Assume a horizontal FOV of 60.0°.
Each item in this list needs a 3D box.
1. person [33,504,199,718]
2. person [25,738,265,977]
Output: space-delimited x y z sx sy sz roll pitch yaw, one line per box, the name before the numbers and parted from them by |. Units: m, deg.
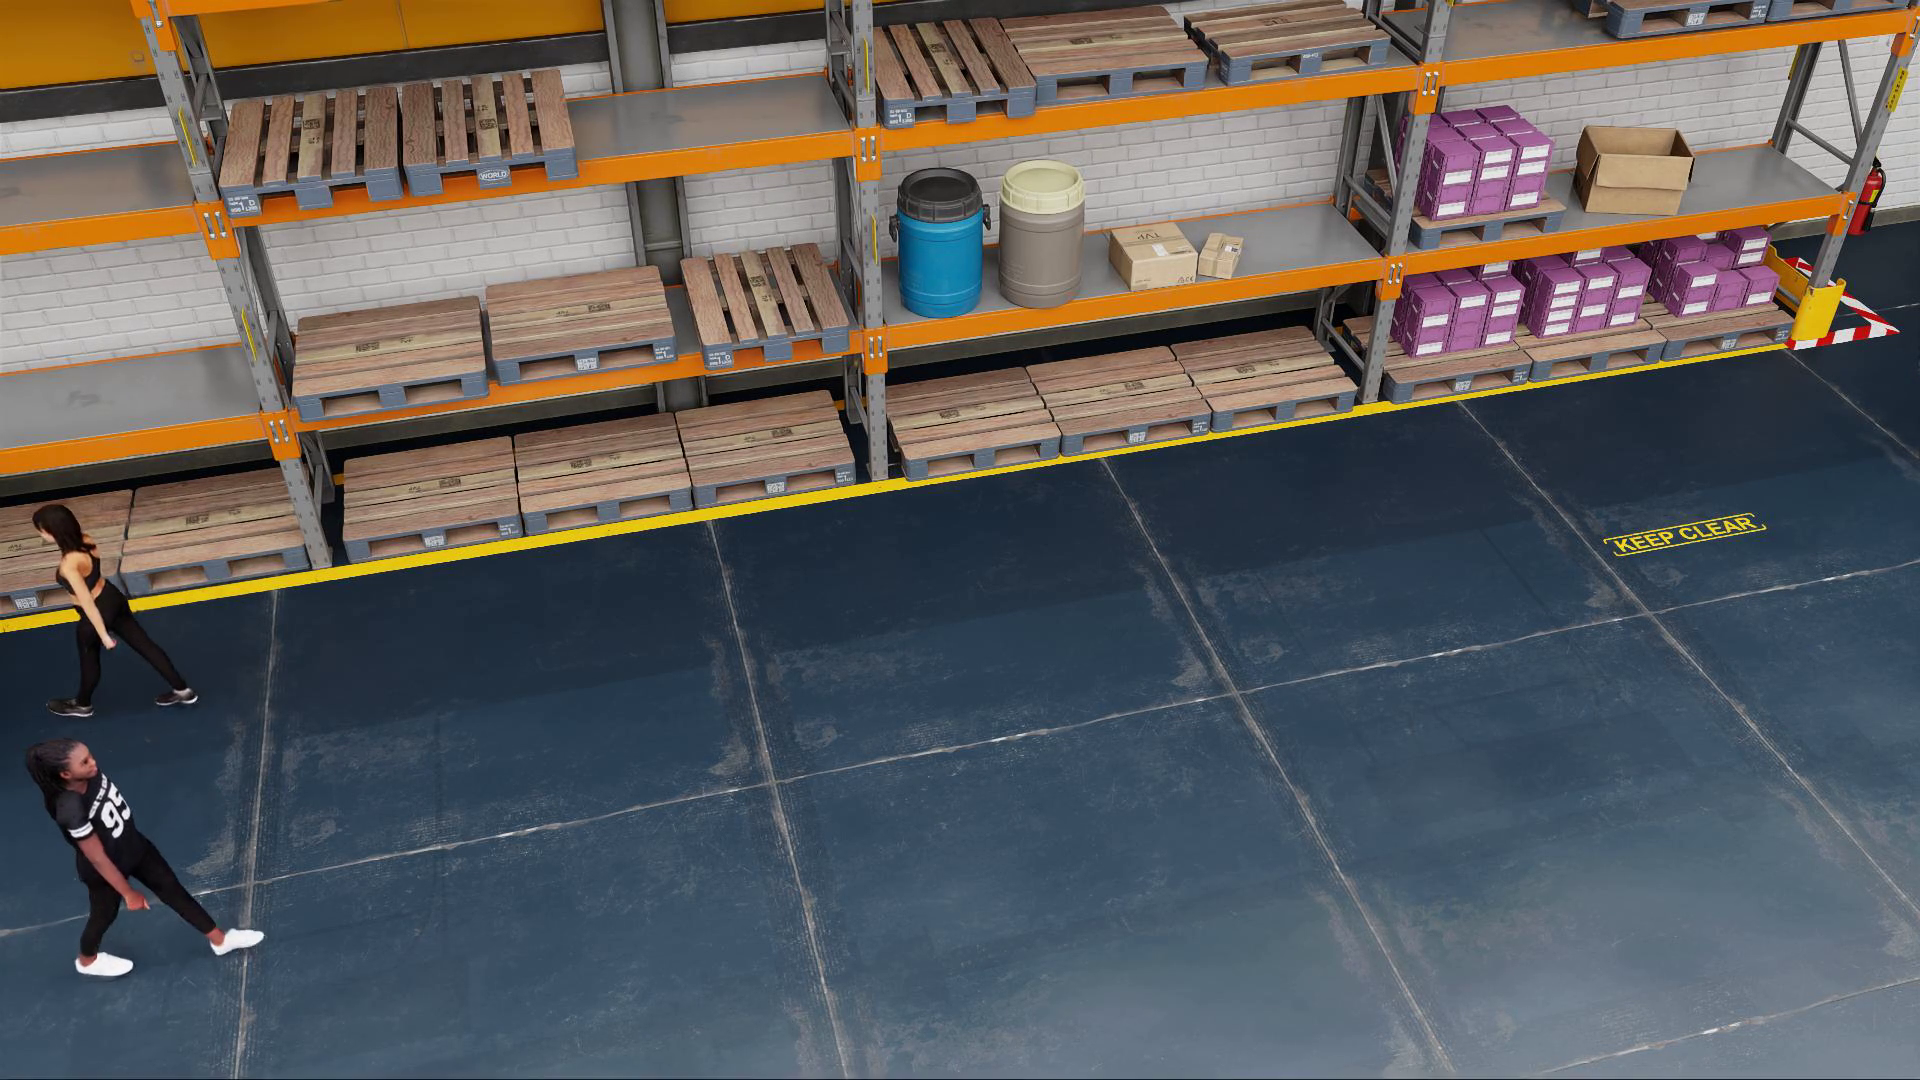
person | -5.082 0.444 10.037 1.112 1.602 0.692 -2 39 -3
person | -4.375 1.667 8.444 1.204 1.678 0.704 -6 39 -8
